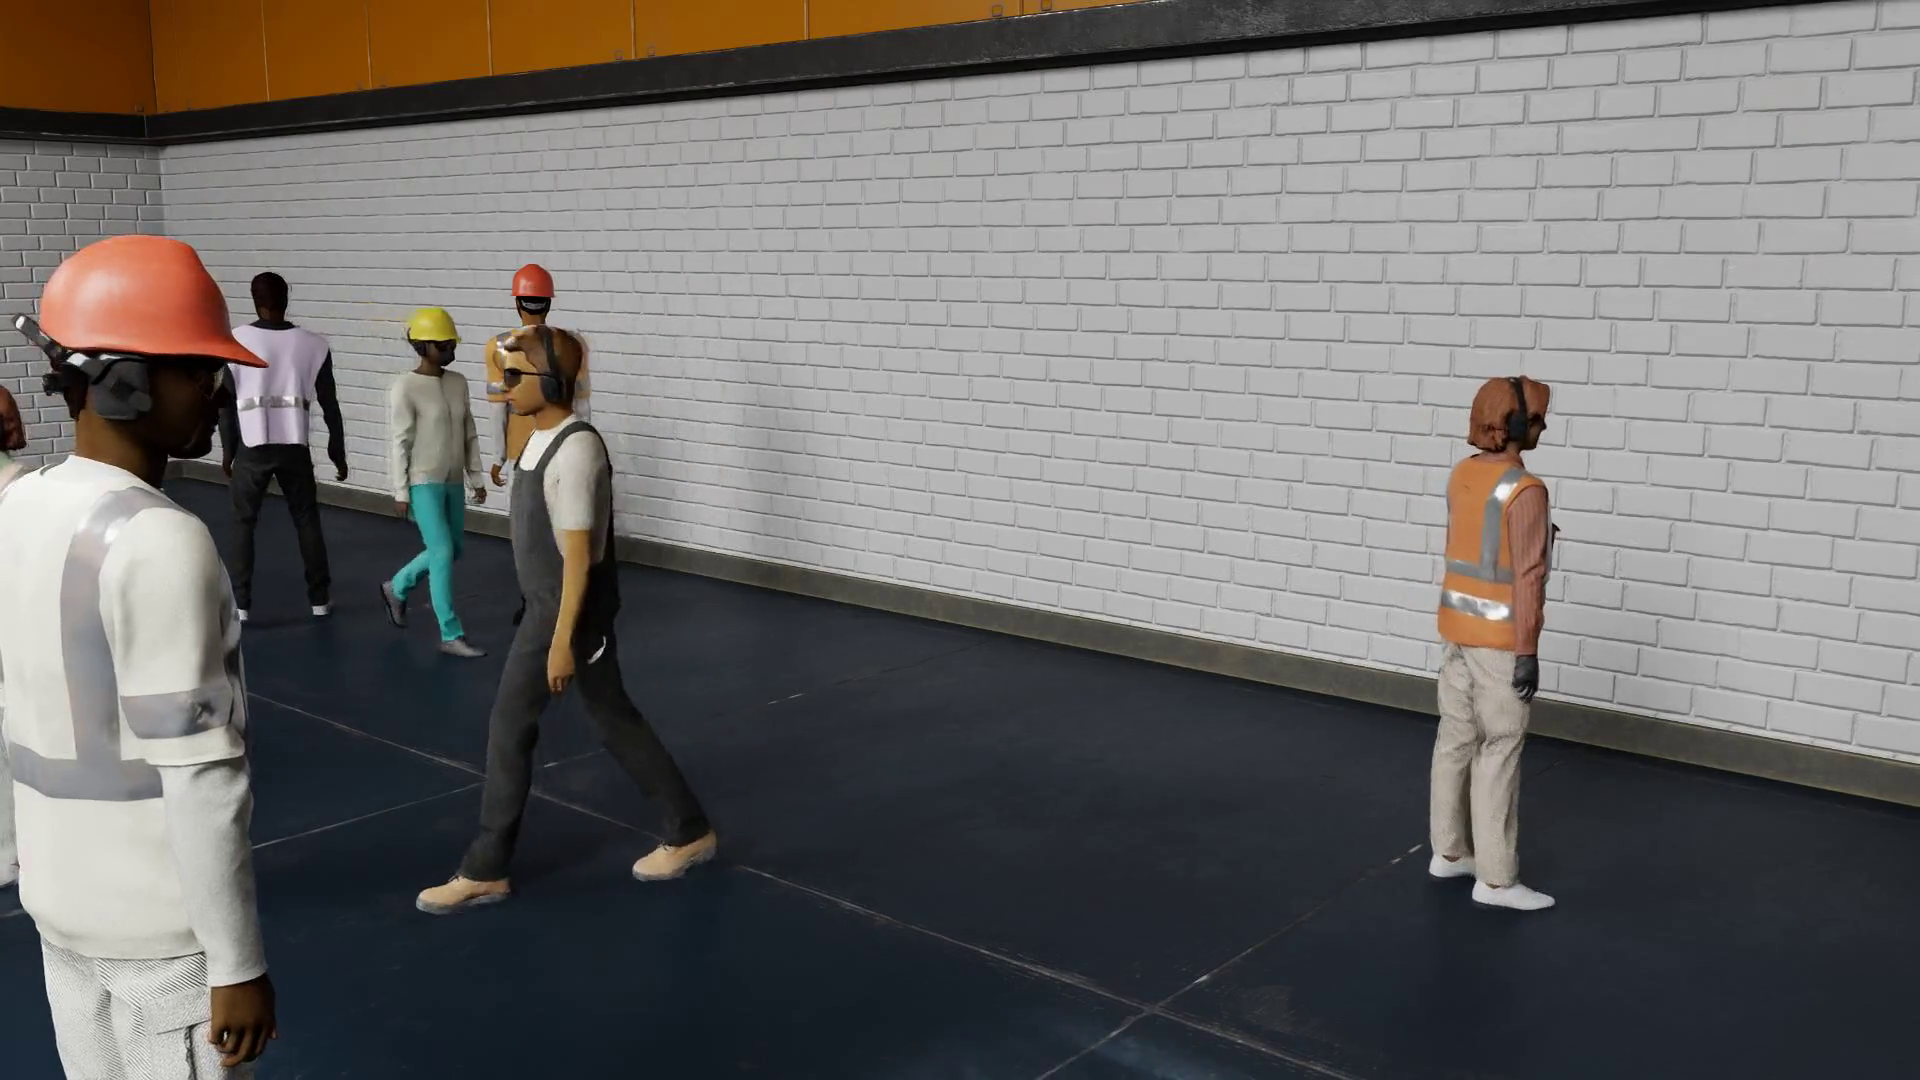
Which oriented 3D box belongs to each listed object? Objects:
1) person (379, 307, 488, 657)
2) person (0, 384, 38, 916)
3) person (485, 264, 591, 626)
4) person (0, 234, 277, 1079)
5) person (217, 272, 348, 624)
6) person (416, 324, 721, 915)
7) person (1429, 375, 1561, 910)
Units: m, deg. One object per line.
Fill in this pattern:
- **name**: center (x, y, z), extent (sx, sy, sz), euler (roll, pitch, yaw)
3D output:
- **person**: center (-2.691, -0.299, 8.346), extent (0.731, 1.742, 0.521), euler (4, 11, 23)
- **person**: center (-2.909, 0.327, 5.072), extent (0.522, 1.639, 0.309), euler (5, 11, 27)
- **person**: center (-2.235, -0.490, 8.859), extent (0.543, 1.939, 0.371), euler (-4, 11, -24)
- **person**: center (-1.251, 0.554, 2.628), extent (0.612, 2.039, 0.392), euler (9, 13, 41)
- **person**: center (-3.708, -0.479, 8.950), extent (0.817, 1.892, 0.547), euler (-7, 12, -36)
- **person**: center (-1.191, 0.235, 5.143), extent (0.950, 1.804, 0.523), euler (-6, 11, -30)
- **person**: center (1.642, 0.312, 5.152), extent (0.314, 1.639, 0.520), euler (-2, 10, -11)
